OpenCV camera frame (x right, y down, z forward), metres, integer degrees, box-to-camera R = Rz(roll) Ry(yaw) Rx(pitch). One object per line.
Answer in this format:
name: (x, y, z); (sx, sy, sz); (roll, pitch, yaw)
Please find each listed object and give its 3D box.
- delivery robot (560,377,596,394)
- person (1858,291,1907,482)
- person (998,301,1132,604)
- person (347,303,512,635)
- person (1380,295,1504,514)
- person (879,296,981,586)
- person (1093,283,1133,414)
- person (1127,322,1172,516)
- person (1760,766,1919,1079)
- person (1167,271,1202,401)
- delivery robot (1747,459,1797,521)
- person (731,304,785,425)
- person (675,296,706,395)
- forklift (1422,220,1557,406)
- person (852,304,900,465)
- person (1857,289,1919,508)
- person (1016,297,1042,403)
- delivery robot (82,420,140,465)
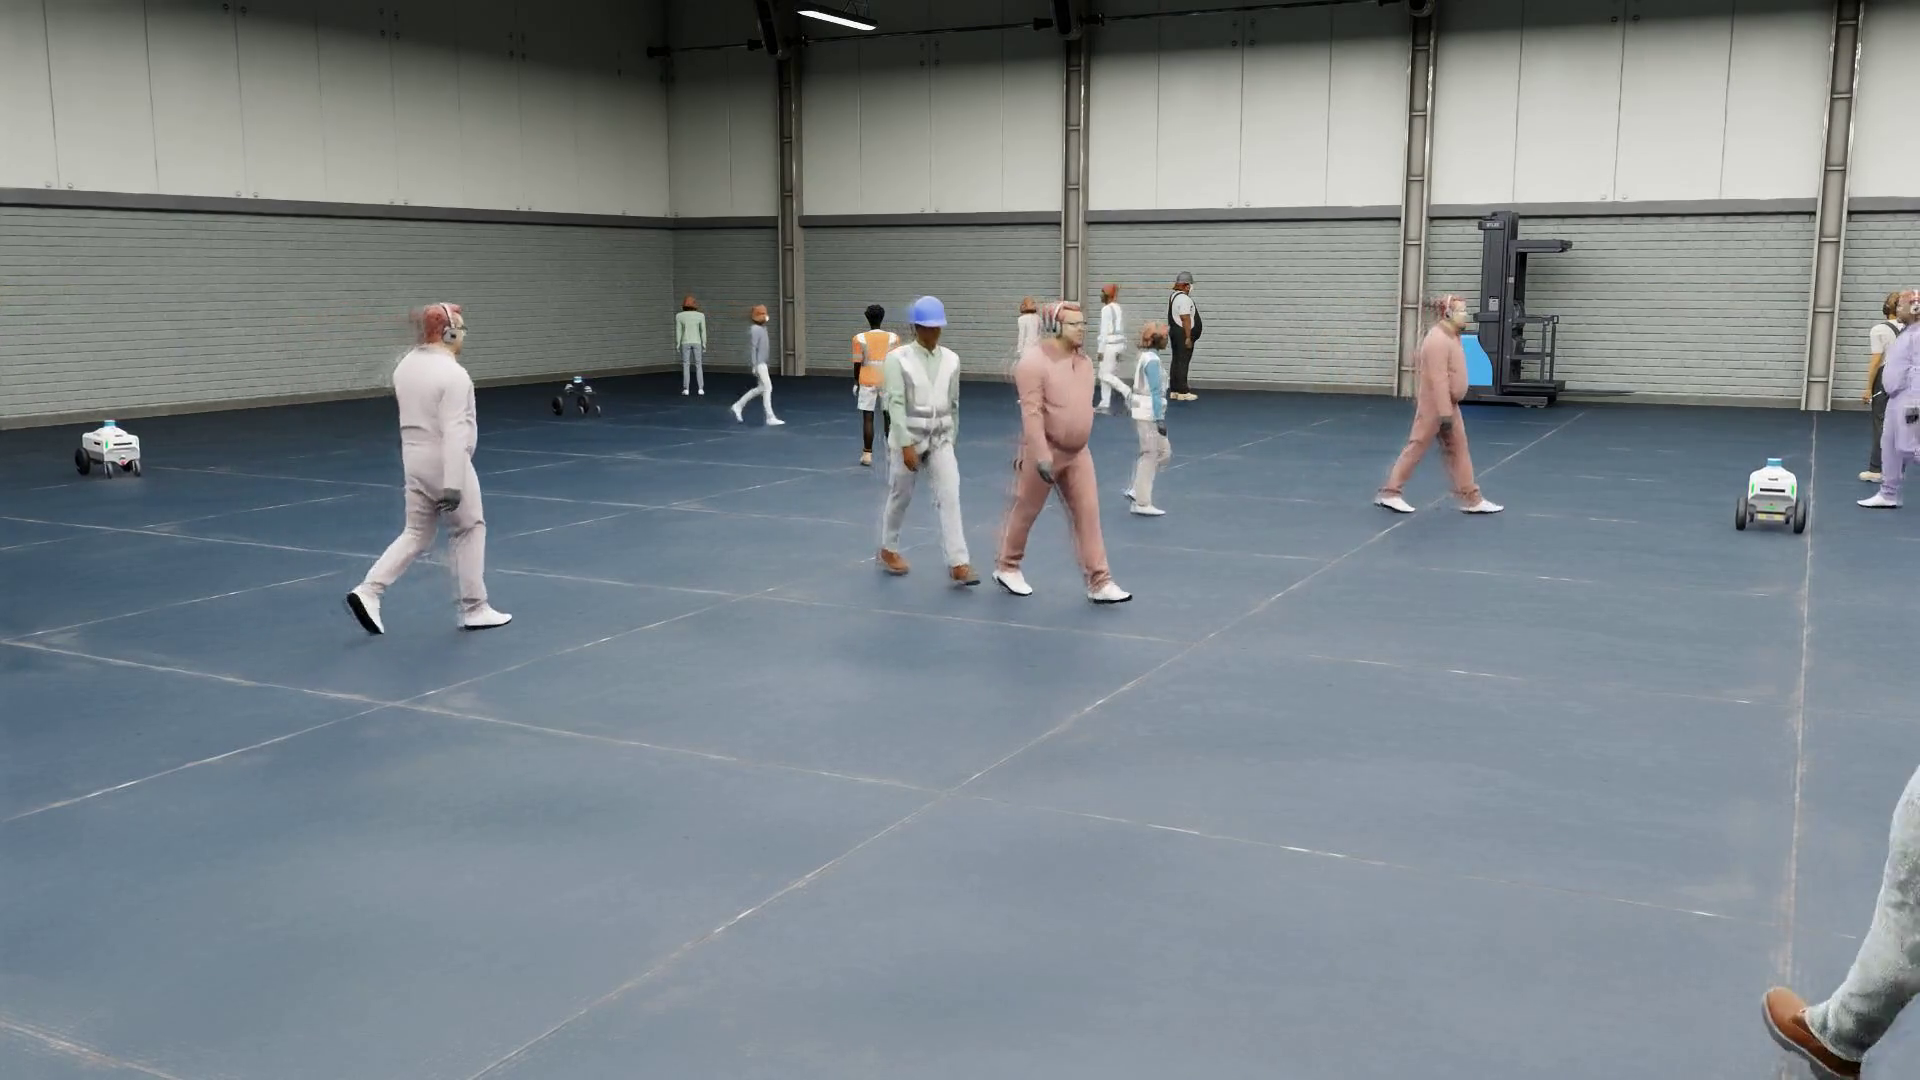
delivery robot: (-5.442, -2.212, 23.671); (0.335, 0.223, 0.698); (-8, 12, -41)
person: (9.053, -1.487, 16.186); (0.506, 1.847, 0.346); (-1, 9, -4)
person: (0.608, -0.543, 10.344); (0.634, 1.864, 1.010); (-7, 12, -37)
person: (-2.993, -0.390, 9.339); (0.652, 1.877, 0.854); (7, 12, 38)
person: (4.050, -1.135, 14.019); (1.010, 1.853, 0.664); (5, 11, 29)
person: (-0.247, -0.659, 10.981); (0.583, 1.891, 1.046); (-5, 10, -28)
person: (2.206, -2.731, 23.787); (0.650, 1.867, 0.579); (4, 10, 22)
person: (1.619, -1.009, 13.937); (0.371, 1.625, 0.521); (1, 9, 5)
person: (2.409, 0.502, 3.820); (0.639, 1.886, 1.034); (-3, 10, -17)
person: (3.600, -3.248, 26.582); (0.539, 2.000, 0.688); (-2, 9, -12)
delivery robot: (6.526, -0.410, 13.359); (0.477, 0.478, 0.707); (5, 10, 25)
person: (-2.718, -2.348, 22.222); (0.695, 1.607, 0.508); (1, 9, 8)
person: (-4.455, -3.220, 27.525); (0.507, 1.632, 0.283); (-2, 10, -15)
forklift: (8.245, -3.527, 25.720); (1.873, 2.768, 1.129); (5, 10, 27)
person: (-0.884, -1.647, 17.649); (0.533, 1.692, 0.319); (-2, 9, -13)
person: (8.194, -1.194, 14.233); (0.679, 1.891, 0.648); (2, 10, 15)
person: (1.073, -2.936, 25.776); (0.507, 1.632, 0.268); (-9, 13, -43)
delivery robot: (-8.570, -0.965, 16.781); (0.477, 0.478, 0.707); (-9, 13, -44)
